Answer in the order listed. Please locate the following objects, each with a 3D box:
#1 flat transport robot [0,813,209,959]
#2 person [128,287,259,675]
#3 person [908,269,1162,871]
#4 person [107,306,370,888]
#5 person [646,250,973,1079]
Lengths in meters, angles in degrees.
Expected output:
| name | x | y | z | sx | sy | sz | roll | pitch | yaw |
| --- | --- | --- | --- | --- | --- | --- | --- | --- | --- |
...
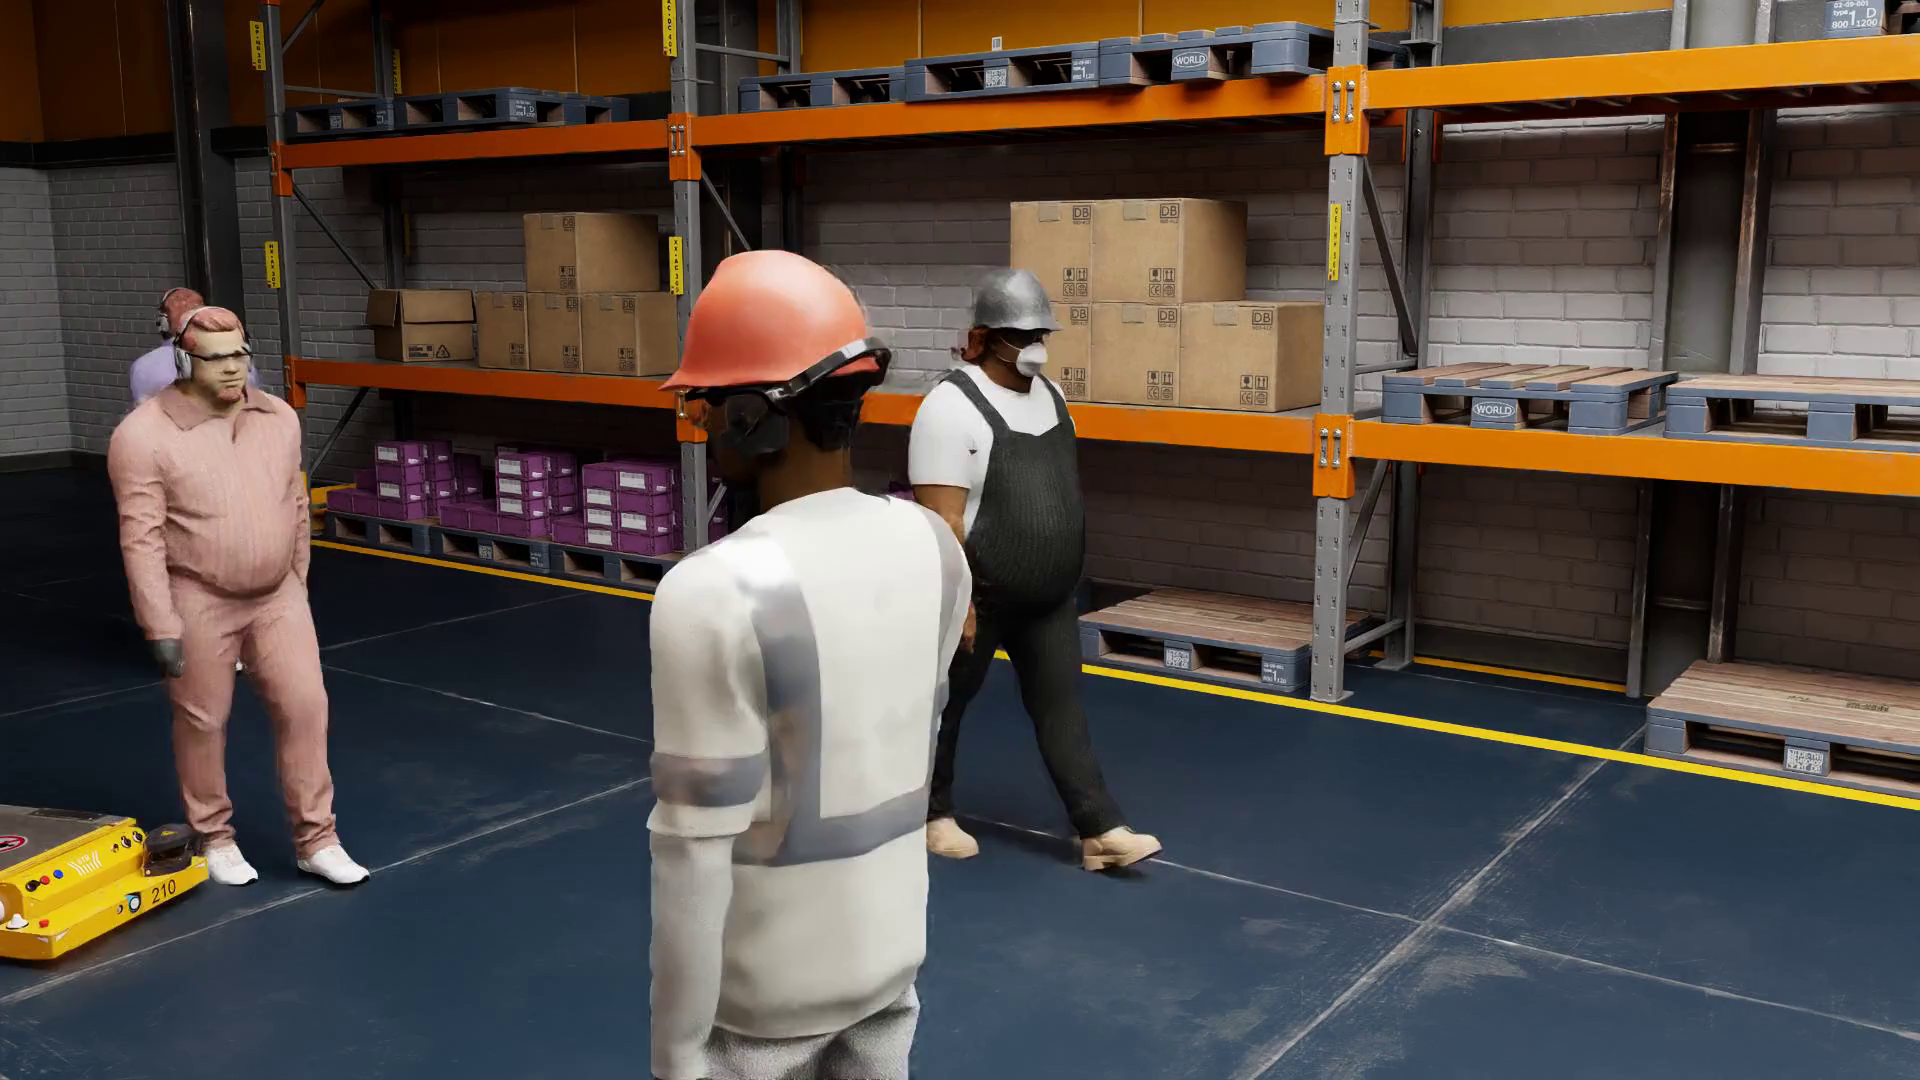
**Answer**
| name | x | y | z | sx | sy | sz | roll | pitch | yaw |
| --- | --- | --- | --- | --- | --- | --- | --- | --- | --- |
| flat transport robot | -3.184 | 1.024 | 5.200 | 1.431 | 0.197 | 0.652 | 3 | 10 | 15 |
| person | -3.705 | -0.266 | 8.073 | 0.448 | 1.893 | 0.641 | 9 | 13 | 42 |
| person | 0.189 | 0.102 | 5.434 | 0.701 | 2.000 | 0.988 | -9 | 13 | -43 |
| person | -2.238 | 0.217 | 5.231 | 0.806 | 1.875 | 0.663 | 7 | 12 | 37 |
| person | -0.255 | 0.604 | 2.463 | 0.417 | 2.040 | 0.623 | 7 | 12 | 36 |
